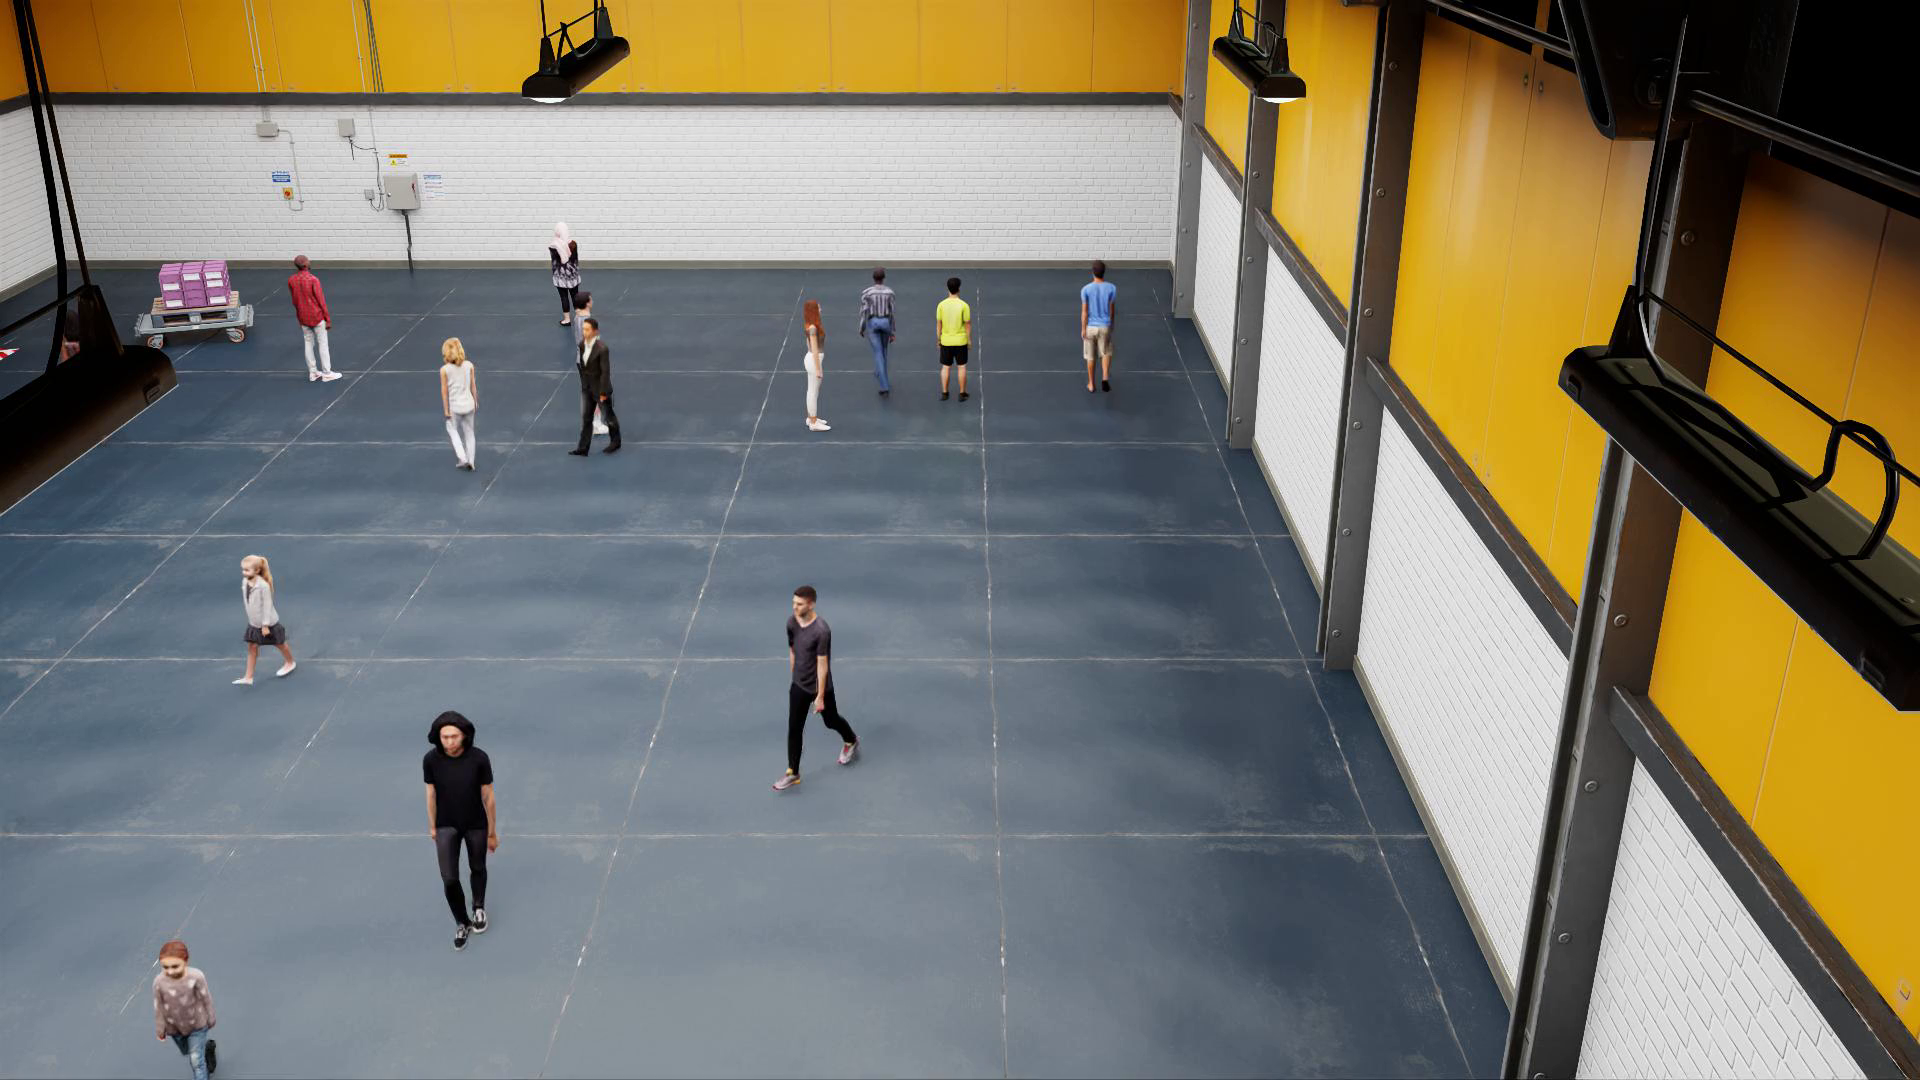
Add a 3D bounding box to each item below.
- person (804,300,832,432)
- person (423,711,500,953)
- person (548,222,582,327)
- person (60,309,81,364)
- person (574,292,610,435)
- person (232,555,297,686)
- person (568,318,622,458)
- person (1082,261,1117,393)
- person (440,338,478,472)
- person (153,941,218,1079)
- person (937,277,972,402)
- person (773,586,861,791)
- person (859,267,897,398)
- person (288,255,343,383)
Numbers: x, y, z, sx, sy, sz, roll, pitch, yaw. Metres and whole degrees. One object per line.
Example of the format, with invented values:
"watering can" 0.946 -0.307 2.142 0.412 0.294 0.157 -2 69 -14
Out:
"person" -1.911 -2.289 21.691 0.688 1.724 0.517 -4 24 -9
"person" -3.532 1.961 11.840 0.710 1.827 0.779 -4 24 -9
"person" -6.188 -4.189 26.145 0.751 1.638 0.806 -20 30 -38
"person" -11.359 -2.186 21.561 0.822 1.639 0.873 -19 30 -37
"person" -4.801 -2.303 21.538 0.789 1.872 0.714 -20 30 -38
"person" -6.405 0.720 15.406 0.768 1.244 0.933 12 27 26
"person" -4.467 -1.926 20.796 1.036 1.775 1.154 15 28 31
"person" 1.923 -2.891 22.914 0.636 1.847 0.823 0 24 1
"person" -6.049 -1.625 20.248 0.693 1.663 0.728 -15 28 -31
"person" -4.800 2.967 10.348 0.542 1.177 0.836 -3 24 -7
"person" -0.080 -2.754 22.774 0.665 1.707 0.582 4 24 10
"person" -1.150 1.181 13.740 1.091 1.733 1.231 17 29 34
"person" -1.085 -2.827 22.879 0.877 1.758 1.165 -9 25 -19
"person" -9.177 -3.153 23.547 0.723 1.819 0.679 7 24 15
